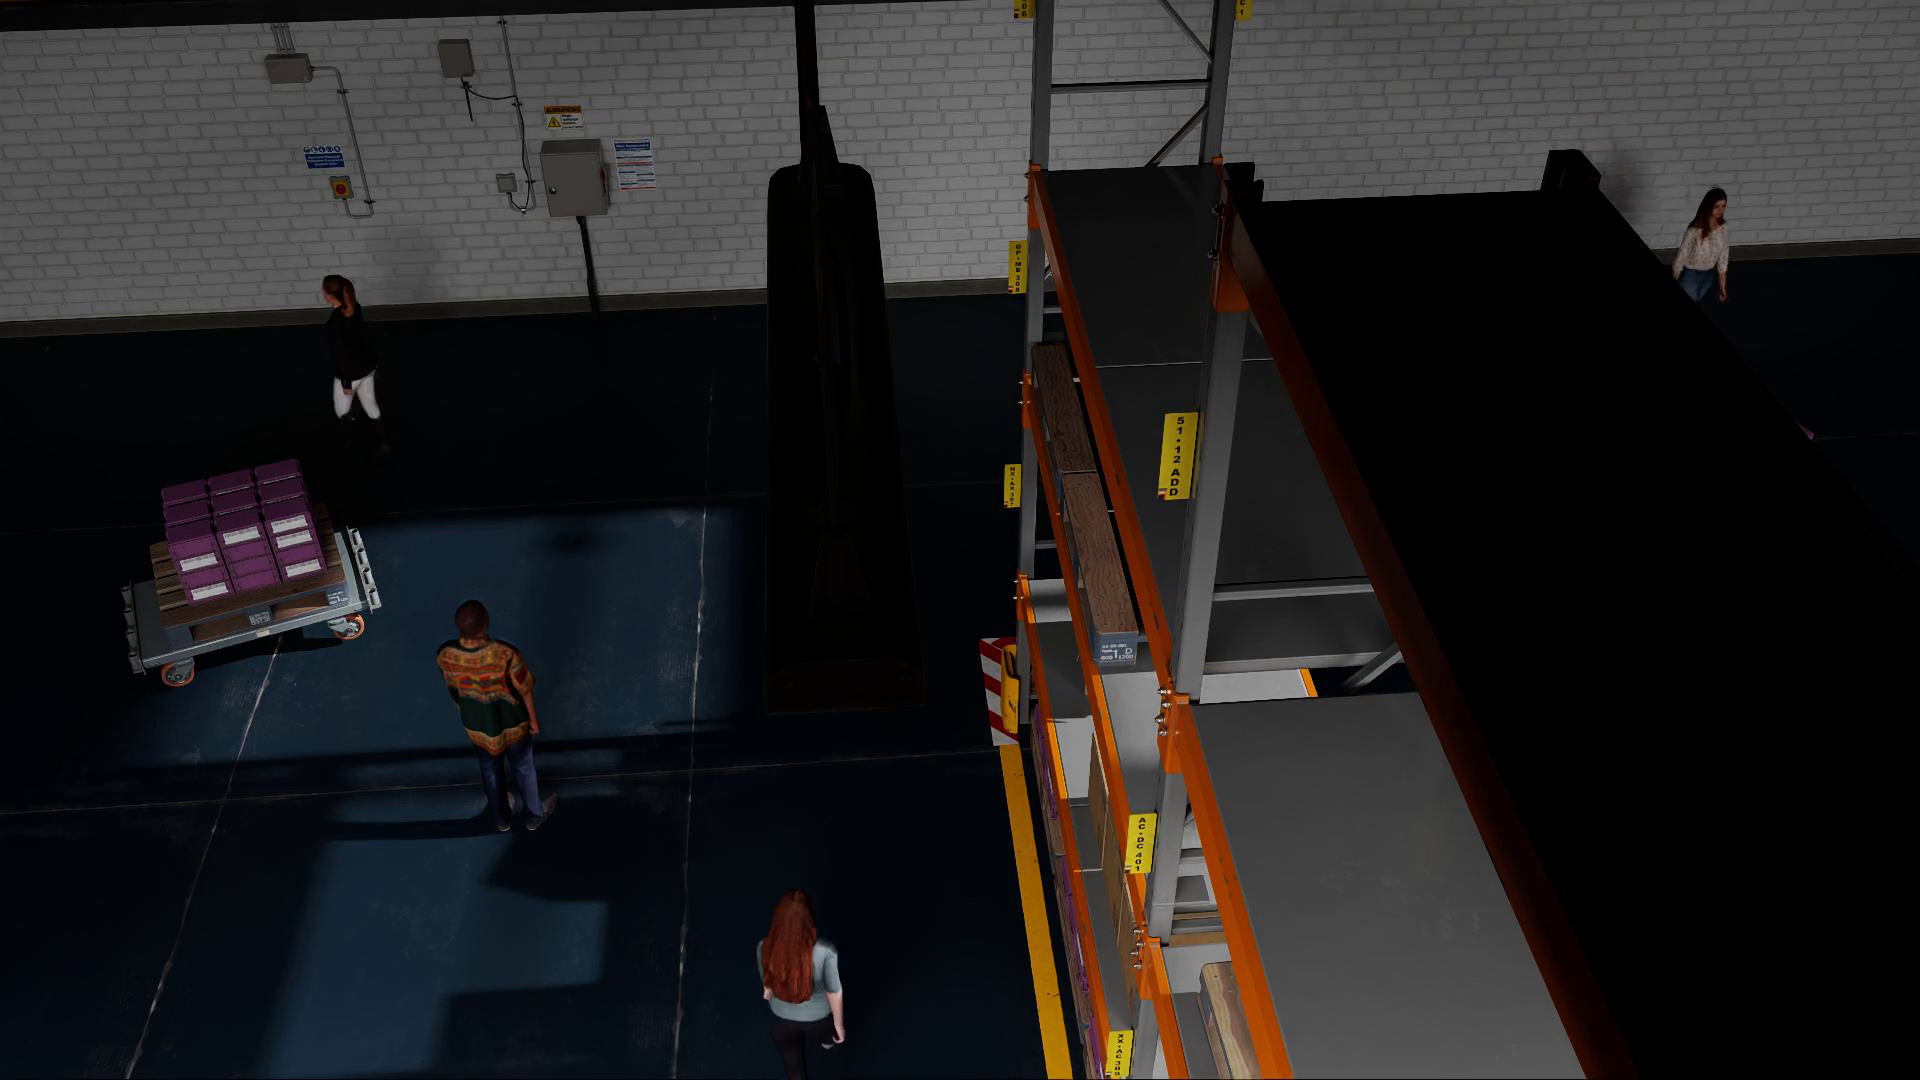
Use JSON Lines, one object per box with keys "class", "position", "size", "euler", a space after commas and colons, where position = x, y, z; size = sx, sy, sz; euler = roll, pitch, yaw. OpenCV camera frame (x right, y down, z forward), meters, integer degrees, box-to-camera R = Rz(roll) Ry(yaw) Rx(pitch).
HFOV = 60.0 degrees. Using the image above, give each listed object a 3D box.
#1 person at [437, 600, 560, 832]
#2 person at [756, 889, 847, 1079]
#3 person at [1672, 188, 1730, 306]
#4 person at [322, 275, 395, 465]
{"class": "person", "position": [-2.804, 1.077, 10.053], "size": [0.727, 1.808, 0.695], "euler": [2, 39, 2]}
{"class": "person", "position": [-0.802, 2.490, 8.374], "size": [0.716, 1.695, 1.151], "euler": [2, 39, 3]}
{"class": "person", "position": [6.270, -2.263, 14.327], "size": [0.773, 1.693, 1.169], "euler": [-11, 40, -14]}
{"class": "person", "position": [-4.672, -1.295, 13.093], "size": [0.721, 1.720, 0.618], "euler": [6, 39, 8]}
